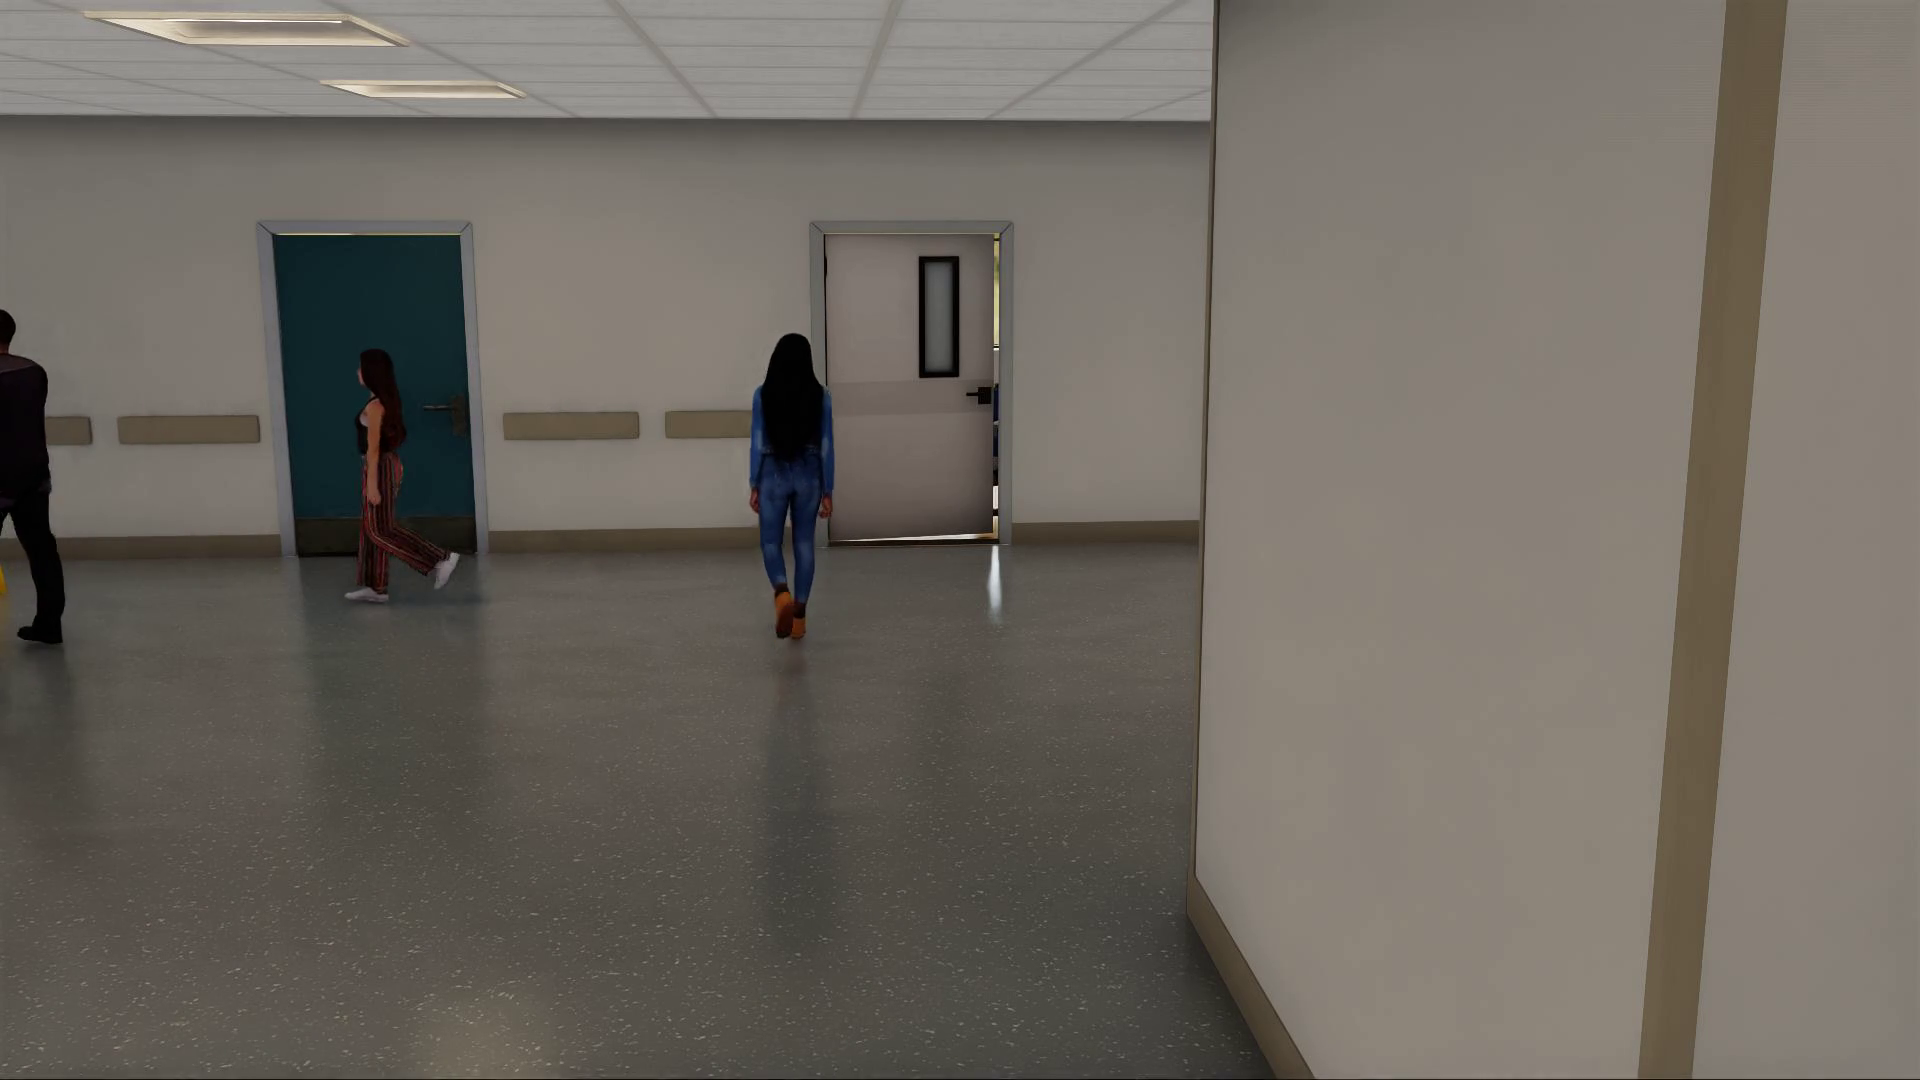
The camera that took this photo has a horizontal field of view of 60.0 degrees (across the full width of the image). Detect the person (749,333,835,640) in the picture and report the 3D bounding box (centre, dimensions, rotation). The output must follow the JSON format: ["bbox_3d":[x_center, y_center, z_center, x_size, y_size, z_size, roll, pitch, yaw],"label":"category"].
[{"bbox_3d":[-0.916,-0.248,8.992,0.862,1.694,0.683,-1,11,-6],"label":"person"}]

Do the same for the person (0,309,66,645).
[{"bbox_3d":[-5.073,-0.315,9.002,1.010,1.823,0.918,4,11,19],"label":"person"}]

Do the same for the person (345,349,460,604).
[{"bbox_3d":[-3.416,-0.377,10.063,0.907,1.549,0.537,-1,11,-5],"label":"person"}]
